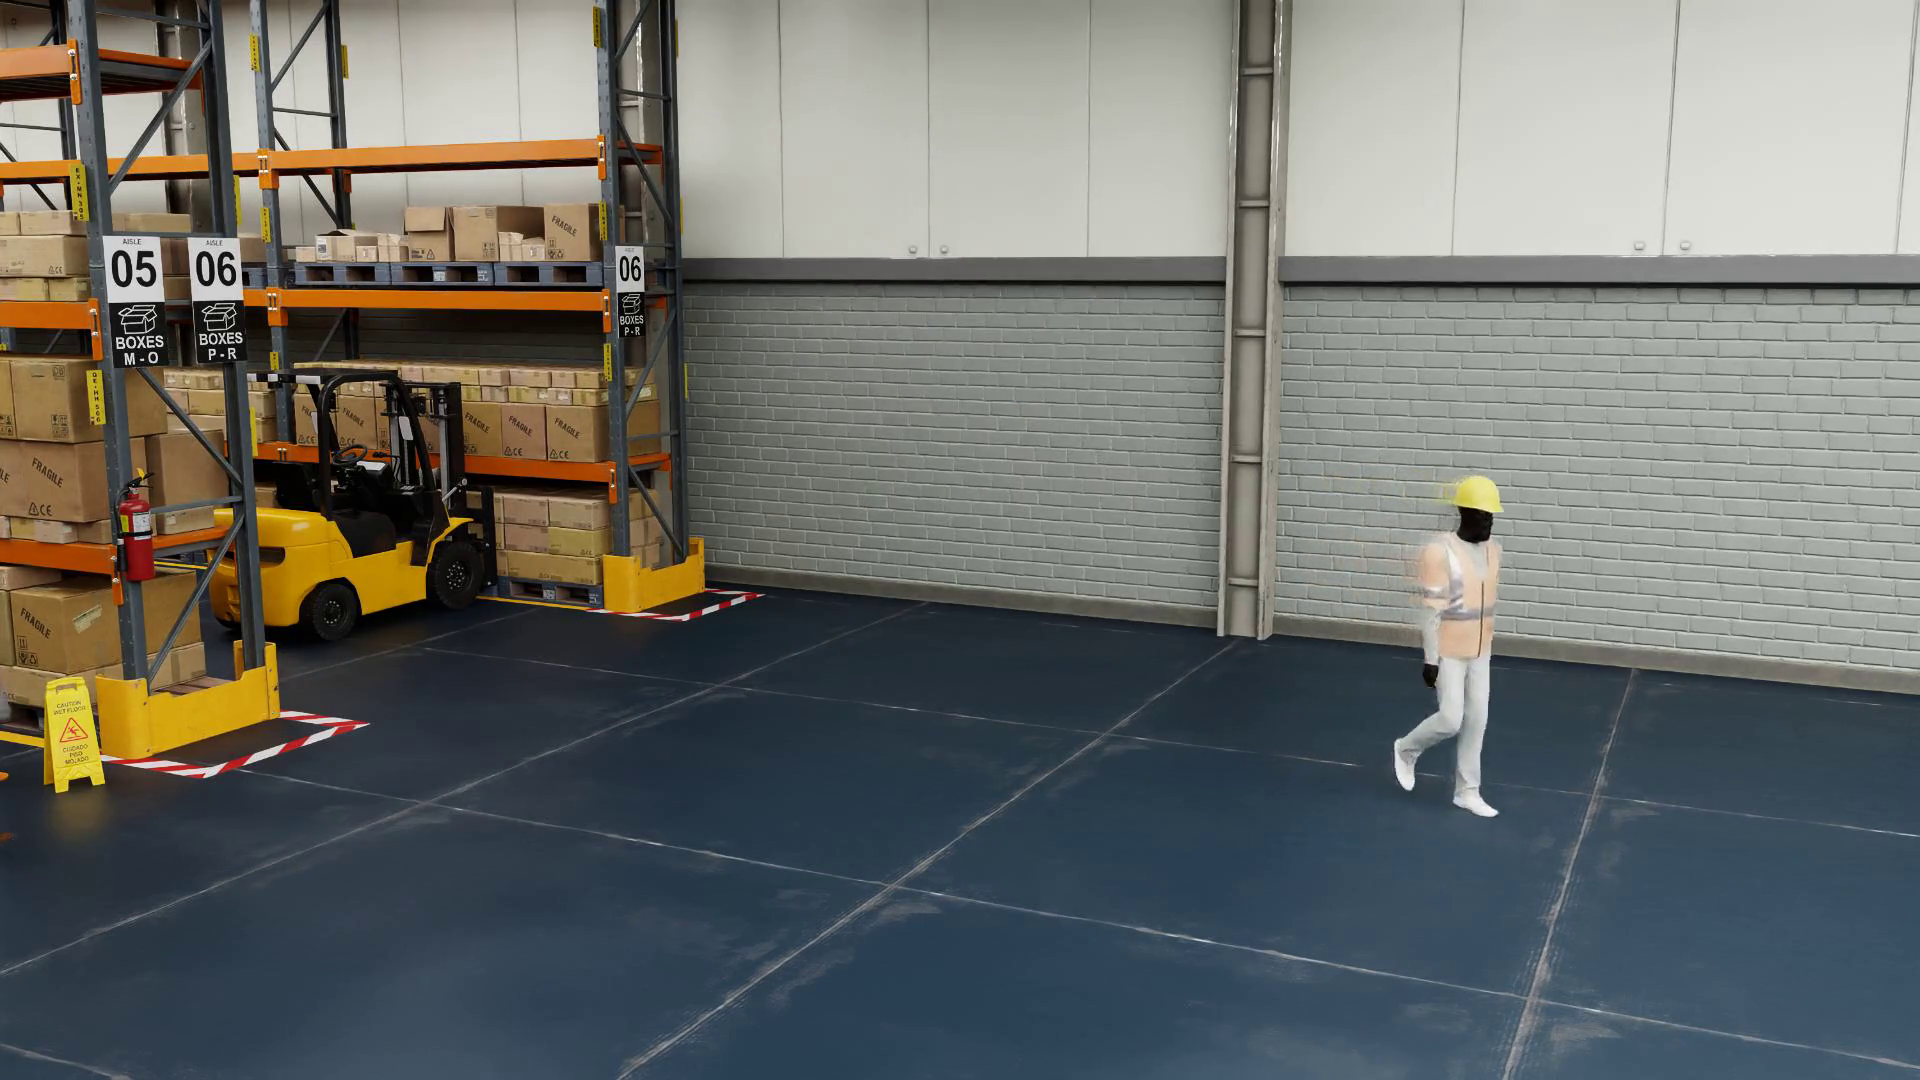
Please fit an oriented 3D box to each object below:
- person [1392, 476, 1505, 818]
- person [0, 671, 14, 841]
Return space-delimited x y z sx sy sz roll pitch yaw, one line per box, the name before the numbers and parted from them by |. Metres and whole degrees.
person | 2.749 0.578 9.291 0.603 1.909 0.585 -6 11 -31
person | -5.244 0.819 8.713 0.518 1.625 0.314 3 10 19
